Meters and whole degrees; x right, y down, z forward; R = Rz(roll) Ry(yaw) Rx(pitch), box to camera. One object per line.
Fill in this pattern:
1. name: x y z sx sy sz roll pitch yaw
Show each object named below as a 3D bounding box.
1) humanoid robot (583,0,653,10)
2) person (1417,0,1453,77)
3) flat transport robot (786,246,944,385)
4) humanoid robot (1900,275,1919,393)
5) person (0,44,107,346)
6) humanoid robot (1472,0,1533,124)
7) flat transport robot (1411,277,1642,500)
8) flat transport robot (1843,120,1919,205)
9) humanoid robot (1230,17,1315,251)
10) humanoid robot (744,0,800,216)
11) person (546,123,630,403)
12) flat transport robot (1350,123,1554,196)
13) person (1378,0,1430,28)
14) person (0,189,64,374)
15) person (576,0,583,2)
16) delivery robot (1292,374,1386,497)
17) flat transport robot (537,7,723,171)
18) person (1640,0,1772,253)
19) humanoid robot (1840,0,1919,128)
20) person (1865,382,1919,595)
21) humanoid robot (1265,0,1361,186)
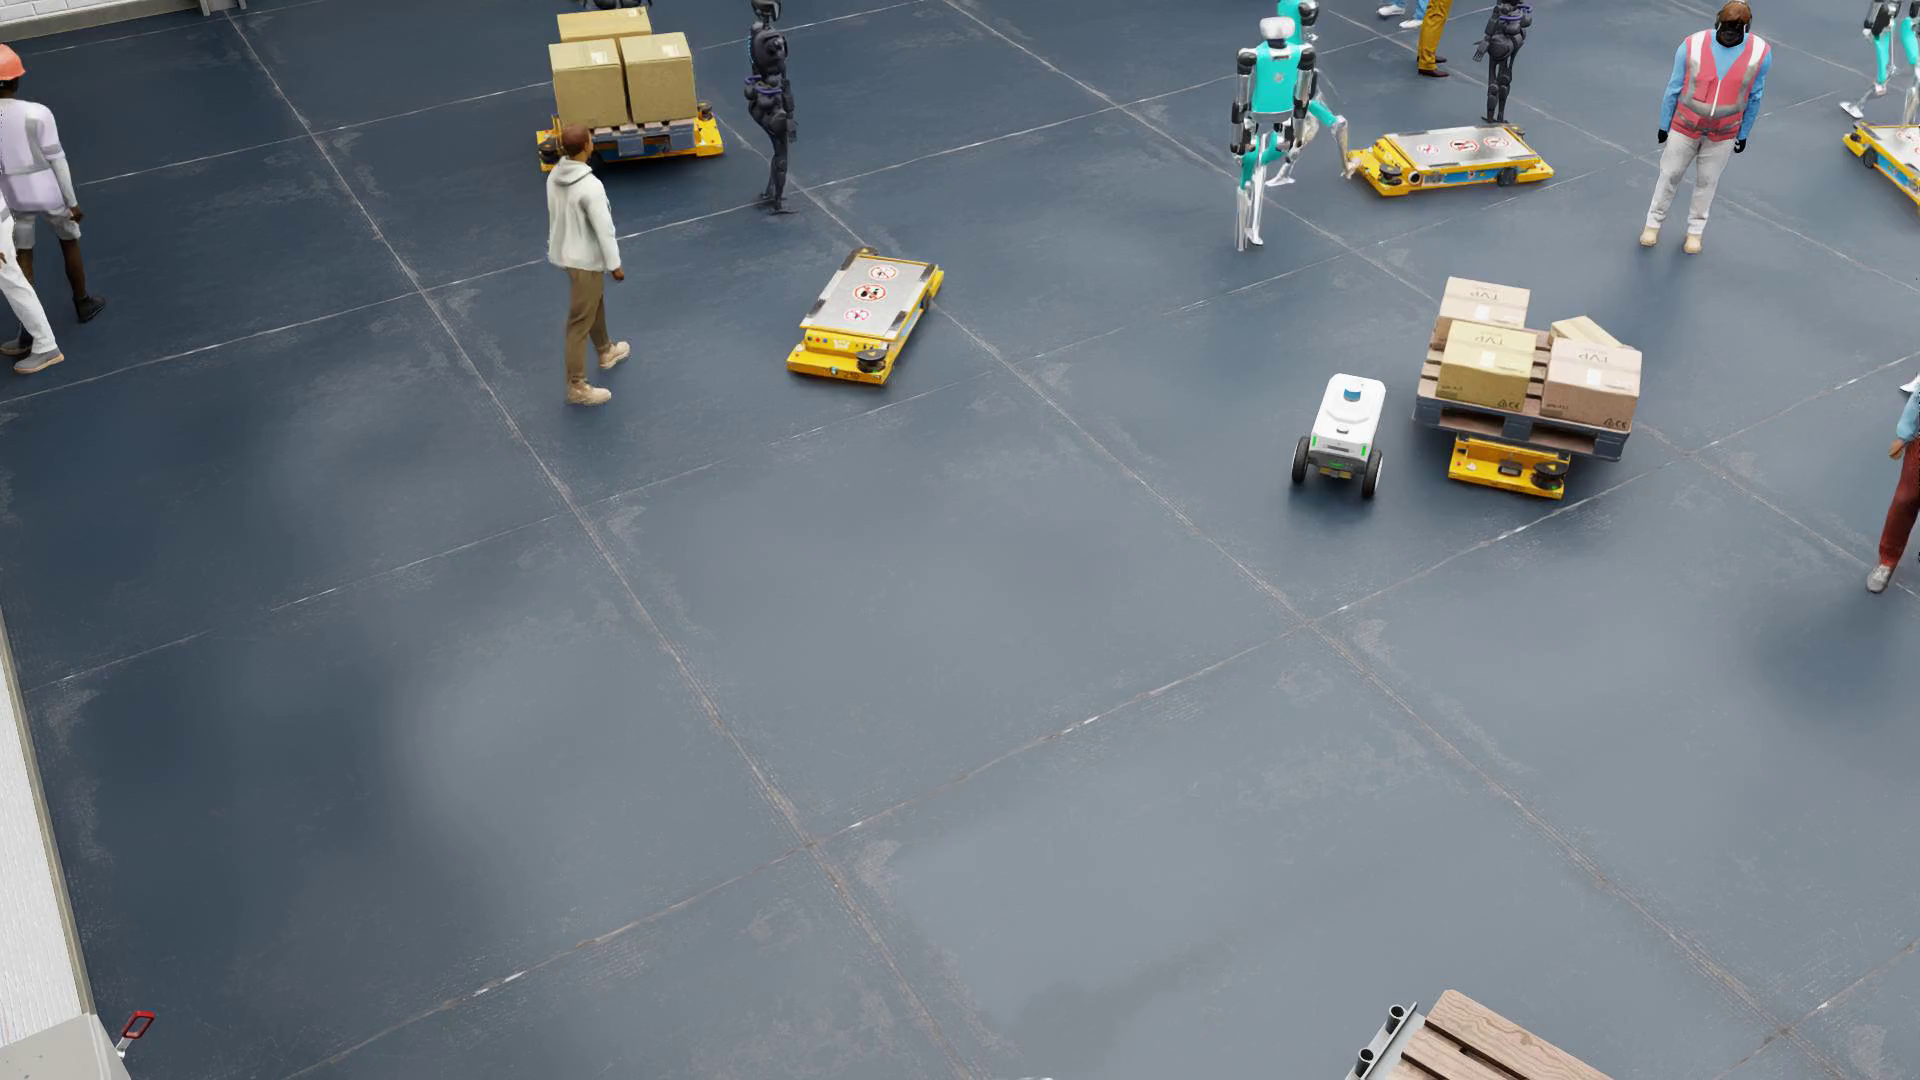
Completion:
1. humanoid robot: -2.932 -4.741 14.154 0.590 1.632 0.644 -8 39 -10
2. person: 4.187 -4.867 14.248 0.342 1.749 0.529 6 39 7
3. flat transport robot: -0.619 -1.534 11.228 0.659 0.231 1.431 10 39 12
4. humanoid robot: 6.229 -1.556 10.170 0.713 1.910 0.550 -16 41 -19
5. person: -6.015 -2.192 10.750 0.569 1.905 0.738 -6 39 -8
6. humanoid robot: 4.344 -4.061 13.271 0.315 1.657 0.599 27 46 30
7. flat transport robot: 3.441 -0.771 10.264 0.659 0.231 1.431 13 40 15
8. flat transport robot: 7.542 -2.875 12.919 0.659 0.231 1.431 -3 38 -4
9. humanoid robot: 2.101 -2.846 11.744 0.546 1.862 0.706 -5 39 -6
10. humanoid robot: -1.383 -3.197 12.195 0.329 1.646 0.592 -21 43 -25
11. person: -2.328 -1.710 10.278 0.640 1.730 0.538 -29 47 -32
12. flat transport robot: 3.863 -2.988 13.062 1.431 0.231 0.659 -8 39 -10
13. person: 4.191 -5.543 15.125 0.385 1.702 0.533 -2 38 -3
14. person: -6.114 -1.934 10.437 0.339 1.876 0.582 -25 45 -28
15. person: -3.578 -5.989 15.591 0.558 1.837 0.392 -19 42 -22
16. delivery robot: 2.290 -0.640 9.884 0.499 0.614 0.808 13 40 15
17. flat transport robot: -2.668 -3.248 13.391 1.431 0.231 0.659 -9 39 -11
18. person: 5.232 -2.896 11.692 0.629 1.836 0.431 12 40 15
19. humanoid robot: 7.568 -4.013 13.211 0.538 1.794 0.965 -2 38 -3
20. person: 5.177 -0.517 8.661 0.555 1.861 0.461 21 43 24
21. humanoid robot: 2.761 -3.482 12.537 0.920 1.798 0.553 -11 40 -13
